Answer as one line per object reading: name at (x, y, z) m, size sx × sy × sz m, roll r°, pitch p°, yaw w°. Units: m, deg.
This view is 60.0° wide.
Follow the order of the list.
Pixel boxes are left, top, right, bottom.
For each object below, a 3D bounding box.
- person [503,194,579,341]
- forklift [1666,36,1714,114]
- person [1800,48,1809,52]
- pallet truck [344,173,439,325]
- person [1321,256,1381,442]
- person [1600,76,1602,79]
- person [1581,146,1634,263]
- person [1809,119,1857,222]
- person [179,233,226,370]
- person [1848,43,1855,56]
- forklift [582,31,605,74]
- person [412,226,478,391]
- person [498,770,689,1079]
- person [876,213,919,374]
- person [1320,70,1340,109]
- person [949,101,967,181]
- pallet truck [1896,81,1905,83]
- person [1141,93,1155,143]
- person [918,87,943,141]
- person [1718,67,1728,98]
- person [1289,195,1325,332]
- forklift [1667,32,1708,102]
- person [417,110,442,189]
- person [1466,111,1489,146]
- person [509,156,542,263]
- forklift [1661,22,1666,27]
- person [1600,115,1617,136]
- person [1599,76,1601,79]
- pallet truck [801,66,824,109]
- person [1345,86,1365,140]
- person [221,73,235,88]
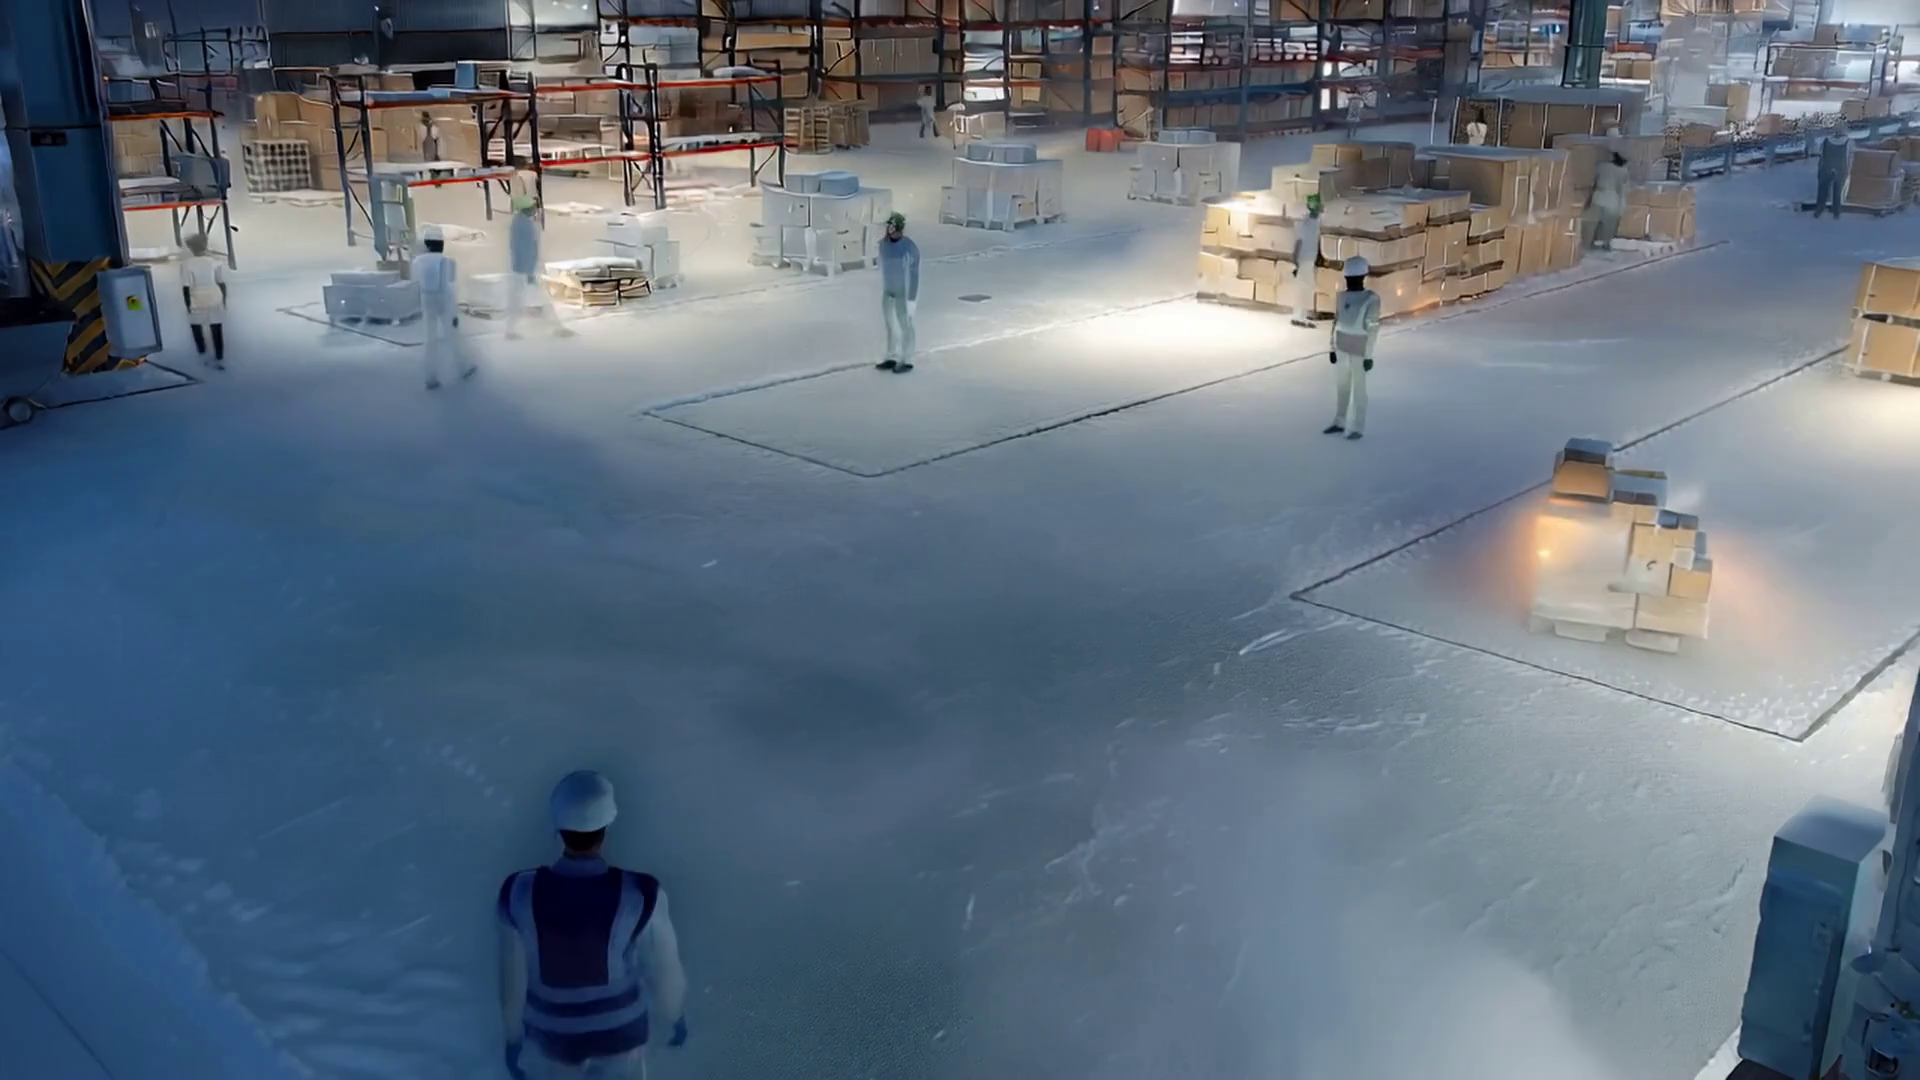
person at (-5.679, -3.598, 22.085) m, size 1.026 × 1.936 × 0.620 m, roll 3°, pitch 19°, yaw 9°
forklift at (27.341, -17.291, 61.877) m, size 1.129 × 2.768 × 1.873 m, roll 17°, pitch 25°, yaw 41°
person at (41.626, -23.477, 82.009) m, size 0.629 × 1.922 × 0.674 m, roll 6°, pitch 19°, yaw 18°
pallet truck at (-8.209, -4.181, 23.757) m, size 0.823 × 1.965 × 1.885 m, roll 3°, pitch 19°, yaw 9°
person at (4.055, -1.980, 17.238) m, size 0.383 × 1.924 × 0.594 m, roll -12°, pitch 22°, yaw -33°
person at (20.958, -14.207, 54.250) m, size 0.727 × 1.815 × 0.593 m, roll -17°, pitch 25°, yaw -41°
person at (11.091, -5.772, 28.587) m, size 0.417 × 1.996 × 0.791 m, roll -14°, pitch 23°, yaw -37°
person at (17.638, -7.466, 33.588) m, size 0.676 × 2.000 × 0.536 m, roll 16°, pitch 24°, yaw 40°
person at (-9.297, -2.928, 20.483) m, size 0.535 × 1.686 × 0.425 m, roll -13°, pitch 23°, yaw -35°
person at (44.215, -23.761, 82.879) m, size 0.759 × 1.909 × 0.565 m, roll 15°, pitch 23°, yaw 37°
forklift at (-15.195, -19.677, 69.064) m, size 1.129 × 2.768 × 1.873 m, roll 17°, pitch 25°, yaw 41°
person at (-6.121, -2.753, 19.646) m, size 0.591 × 1.872 × 0.960 m, roll 3°, pitch 19°, yaw 9°
person at (-1.314, 1.709, 6.145) m, size 0.658 × 1.904 × 0.915 m, roll 1°, pitch 18°, yaw 2°
person at (-0.769, -3.013, 20.332) m, size 0.371 × 1.940 × 0.627 m, roll -17°, pitch 25°, yaw -42°
person at (13.729, -16.692, 61.627) m, size 0.818 × 1.899 × 0.557 m, roll -10°, pitch 21°, yaw -28°
person at (-0.072, -9.731, 40.599) m, size 0.388 × 1.930 × 0.539 m, roll 11°, pitch 21°, yaw 30°
pallet truck at (34.802, -16.331, 61.455) m, size 0.653 × 1.274 × 1.630 m, roll 17°, pitch 25°, yaw 41°
person at (4.857, -10.527, 42.926) m, size 0.361 × 1.964 × 0.616 m, roll -1°, pitch 18°, yaw -4°
person at (-0.966, -13.115, 51.220) m, size 0.854 × 1.646 × 0.540 m, roll 16°, pitch 24°, yaw 39°
person at (29.659, -17.572, 64.696) m, size 0.397 × 1.622 × 0.508 m, roll -8°, pitch 20°, yaw -23°
person at (4.853, -3.794, 22.816) m, size 0.685 × 1.848 × 0.570 m, roll 15°, pitch 24°, yaw 38°
forklift at (30.117, -19.510, 68.562) m, size 1.129 × 2.768 × 1.873 m, roll 17°, pitch 25°, yaw 41°
person at (-12.398, -9.127, 38.910) m, size 0.541 × 1.834 × 0.542 m, roll -10°, pitch 21°, yaw -27°
person at (12.762, -9.724, 40.988) m, size 0.549 × 1.642 × 0.858 m, roll -2°, pitch 18°, yaw -7°
person at (-7.409, -5.604, 28.302) m, size 0.430 × 1.836 × 0.624 m, roll 11°, pitch 22°, yaw 31°
forklift at (37.319, -26.328, 89.103) m, size 1.873 × 2.768 × 1.129 m, roll 17°, pitch 25°, yaw 41°
person at (14.378, -8.514, 37.037) m, size 1.066 × 1.848 × 0.578 m, roll 9°, pitch 21°, yaw 26°
person at (22.136, -15.577, 58.235) m, size 0.641 × 1.908 × 0.407 m, roll 14°, pitch 23°, yaw 36°
pallet truck at (-4.812, -15.182, 56.903) m, size 0.823 × 1.965 × 1.885 m, roll -9°, pitch 21°, yaw -26°
person at (12.209, -13.191, 51.426) m, size 0.556 × 1.641 × 0.873 m, roll 10°, pitch 21°, yaw 27°
person at (-23.729, -14.190, 54.060) m, size 0.580 × 1.911 × 0.396 m, roll 12°, pitch 22°, yaw 32°
